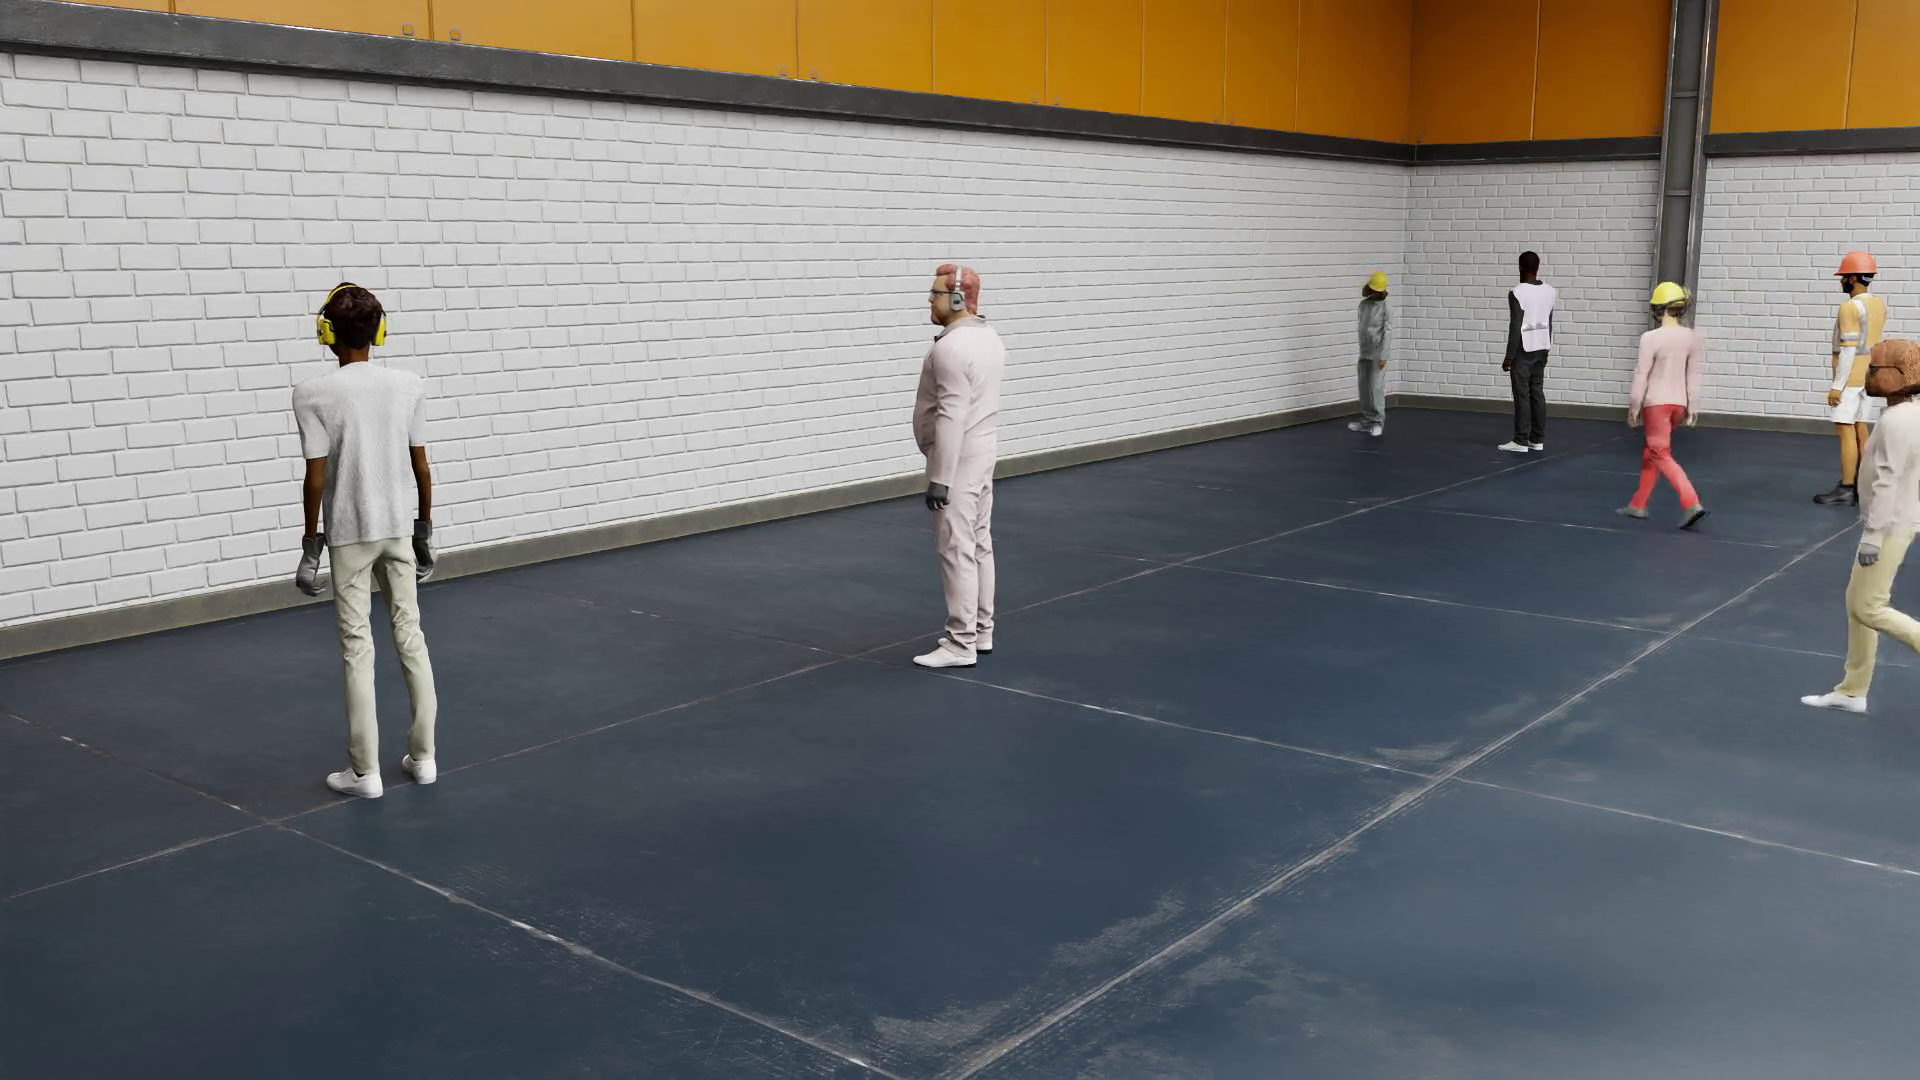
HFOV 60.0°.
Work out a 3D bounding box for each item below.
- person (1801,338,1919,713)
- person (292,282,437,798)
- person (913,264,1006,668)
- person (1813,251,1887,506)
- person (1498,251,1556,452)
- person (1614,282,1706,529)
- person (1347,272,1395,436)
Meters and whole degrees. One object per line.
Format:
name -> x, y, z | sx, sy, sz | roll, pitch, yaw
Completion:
person -> 3.947, -0.028, 6.950 | 0.590, 1.619, 0.501 | 6, 12, 31
person -> -2.166, 0.012, 6.067 | 0.521, 1.862, 0.327 | -10, 14, -43
person -> -0.022, -0.348, 7.924 | 0.409, 1.908, 0.652 | 4, 11, 19
person -> 6.799, -1.227, 12.715 | 0.548, 1.936, 0.378 | -8, 13, -36
person -> 5.461, -1.802, 15.965 | 0.597, 1.914, 0.370 | -7, 12, -33
person -> 5.025, -0.957, 11.788 | 0.529, 1.736, 0.843 | -5, 11, -26
person -> 4.270, -1.936, 17.300 | 0.426, 1.697, 0.644 | -5, 11, -26
